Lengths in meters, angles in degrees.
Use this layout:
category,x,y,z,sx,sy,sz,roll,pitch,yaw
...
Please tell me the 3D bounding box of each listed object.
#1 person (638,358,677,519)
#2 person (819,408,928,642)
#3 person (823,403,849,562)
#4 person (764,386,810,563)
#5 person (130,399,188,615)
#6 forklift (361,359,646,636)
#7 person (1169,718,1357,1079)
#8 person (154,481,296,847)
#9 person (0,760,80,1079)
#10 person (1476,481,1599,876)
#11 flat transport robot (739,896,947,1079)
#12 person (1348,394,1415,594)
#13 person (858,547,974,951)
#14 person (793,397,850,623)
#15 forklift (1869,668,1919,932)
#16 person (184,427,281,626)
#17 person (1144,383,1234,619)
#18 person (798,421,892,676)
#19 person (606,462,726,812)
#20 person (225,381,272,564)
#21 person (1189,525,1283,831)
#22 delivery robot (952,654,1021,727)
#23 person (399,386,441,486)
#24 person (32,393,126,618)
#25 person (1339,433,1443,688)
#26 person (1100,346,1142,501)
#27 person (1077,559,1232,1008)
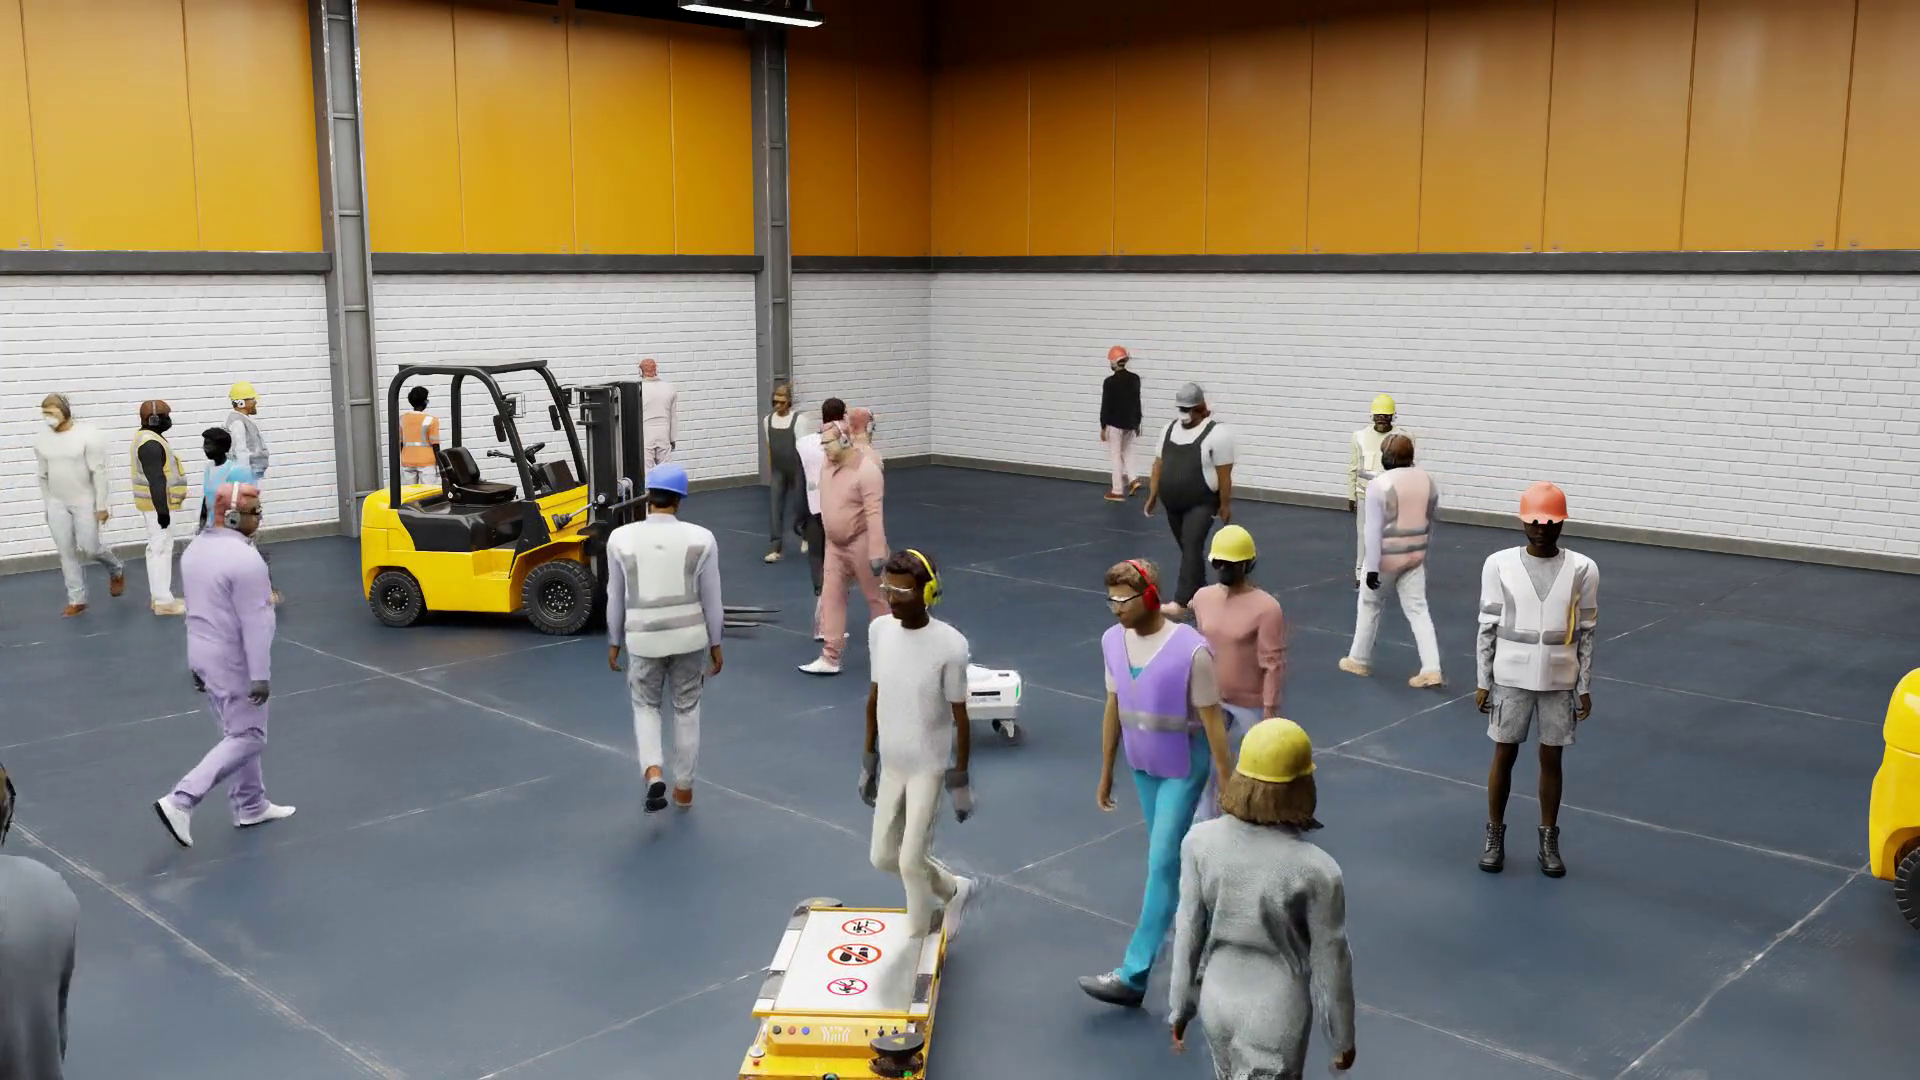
category,x,y,z,sx,sy,sz,roll,pitch,yaw
person,-3.658,-1.194,19.674,0.642,1.899,0.399,-7,12,-37
person,-0.749,-0.134,13.335,0.647,1.847,1.008,8,12,41
person,-1.224,-0.568,16.633,0.279,1.636,0.505,3,10,19
person,-1.737,-0.692,16.975,0.532,1.793,0.999,3,10,17
person,-6.851,-0.284,14.268,0.429,1.841,0.634,-5,11,-29
forklift,-3.850,-0.407,13.936,2.313,2.155,1.214,2,9,11
person,0.904,1.333,4.767,0.502,1.692,0.895,8,12,39
person,-3.780,0.637,8.503,0.680,1.878,0.734,8,12,42
person,-2.179,1.417,3.680,0.375,1.902,0.732,0,9,2
person,2.797,0.675,8.087,0.552,1.936,0.358,2,10,13
flat transport robot,-0.415,1.757,6.553,0.652,0.197,1.431,1,9,3
person,3.821,-0.417,15.129,0.592,1.826,0.403,4,10,21
person,-0.152,0.925,6.838,0.521,1.846,0.629,7,12,38
person,-1.064,-0.212,13.658,0.622,1.896,0.544,-1,9,-5
forklift,5.205,0.723,7.013,2.313,2.155,1.214,9,13,43
person,-6.120,-0.136,13.956,0.534,1.646,0.898,8,12,40
person,1.891,-0.363,14.136,0.967,2.000,0.695,-8,12,-42
person,-0.815,0.064,12.086,0.744,1.843,0.911,8,13,42
person,-1.578,0.549,8.932,0.644,1.914,0.605,-2,9,-9
person,-7.126,-0.671,16.655,0.404,1.836,0.587,-4,10,-22
person,1.396,0.761,8.202,0.529,1.728,0.875,8,13,42
delivery robot,0.019,0.948,10.358,0.707,0.478,0.477,-1,9,-7
person,-5.847,-0.818,18.015,0.529,1.690,0.321,3,10,16
person,-7.554,-0.317,14.265,0.639,1.911,0.694,0,9,1
person,3.119,0.139,11.815,0.639,1.801,0.943,-4,10,-24
person,2.024,-1.475,21.133,0.643,1.980,0.430,-7,12,-38
person,0.804,0.969,6.731,0.841,1.789,0.668,-7,12,-38
